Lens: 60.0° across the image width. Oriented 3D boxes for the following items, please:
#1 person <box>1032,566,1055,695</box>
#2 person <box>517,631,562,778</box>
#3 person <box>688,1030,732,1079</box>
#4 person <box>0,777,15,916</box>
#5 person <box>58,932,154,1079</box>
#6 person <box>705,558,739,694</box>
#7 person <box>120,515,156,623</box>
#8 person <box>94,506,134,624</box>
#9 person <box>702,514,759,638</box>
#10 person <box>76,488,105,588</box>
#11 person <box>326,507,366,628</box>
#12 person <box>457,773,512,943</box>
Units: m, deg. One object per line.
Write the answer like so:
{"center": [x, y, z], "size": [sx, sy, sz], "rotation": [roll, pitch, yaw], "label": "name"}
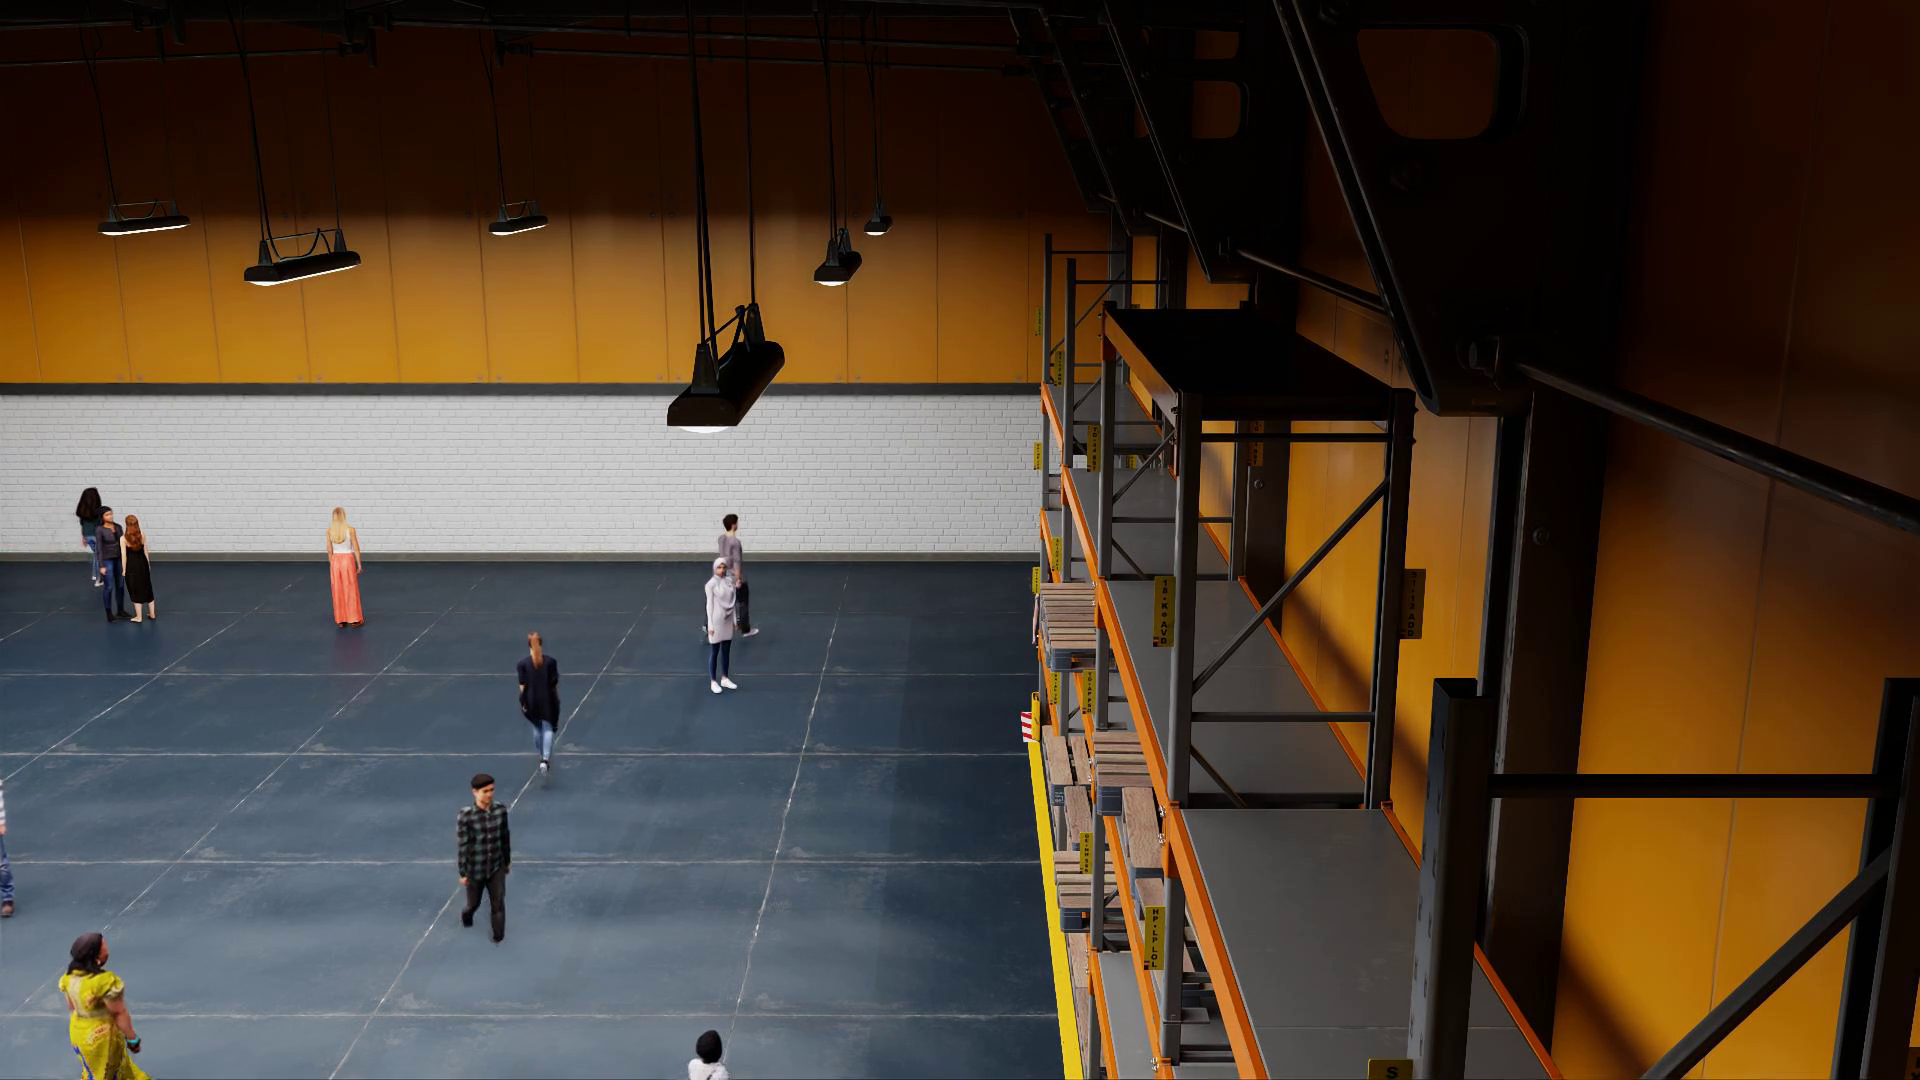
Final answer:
{"center": [1.162, 1.178, 21.420], "size": [0.676, 1.742, 0.698], "rotation": [9, 16, 31], "label": "person"}
{"center": [-4.725, 1.870, 18.741], "size": [0.739, 1.657, 1.112], "rotation": [-3, 14, -11], "label": "person"}
{"center": [-1.704, 3.912, 11.190], "size": [0.696, 1.242, 0.883], "rotation": [6, 15, 25], "label": "person"}
{"center": [-9.070, 2.593, 15.353], "size": [0.687, 1.846, 0.600], "rotation": [-3, 14, -12], "label": "person"}
{"center": [-6.122, 3.598, 11.707], "size": [1.091, 1.609, 1.341], "rotation": [7, 15, 26], "label": "person"}
{"center": [-3.125, 1.091, 21.706], "size": [0.683, 1.776, 0.737], "rotation": [-13, 19, -42], "label": "person"}
{"center": [-12.285, 0.415, 24.817], "size": [0.730, 1.624, 0.656], "rotation": [10, 17, 35], "label": "person"}
{"center": [-12.663, 0.346, 24.844], "size": [0.770, 1.746, 0.656], "rotation": [7, 15, 28], "label": "person"}
{"center": [-3.326, 0.555, 23.814], "size": [1.172, 1.825, 1.134], "rotation": [-12, 18, -41], "label": "person"}
{"center": [-13.930, -0.026, 26.680], "size": [0.637, 1.605, 0.667], "rotation": [2, 14, 9], "label": "person"}
{"center": [-9.093, 0.393, 24.529], "size": [0.623, 1.803, 0.568], "rotation": [0, 14, 2], "label": "person"}
{"center": [-4.330, 2.901, 14.993], "size": [0.986, 1.701, 1.074], "rotation": [-10, 17, -36], "label": "person"}
